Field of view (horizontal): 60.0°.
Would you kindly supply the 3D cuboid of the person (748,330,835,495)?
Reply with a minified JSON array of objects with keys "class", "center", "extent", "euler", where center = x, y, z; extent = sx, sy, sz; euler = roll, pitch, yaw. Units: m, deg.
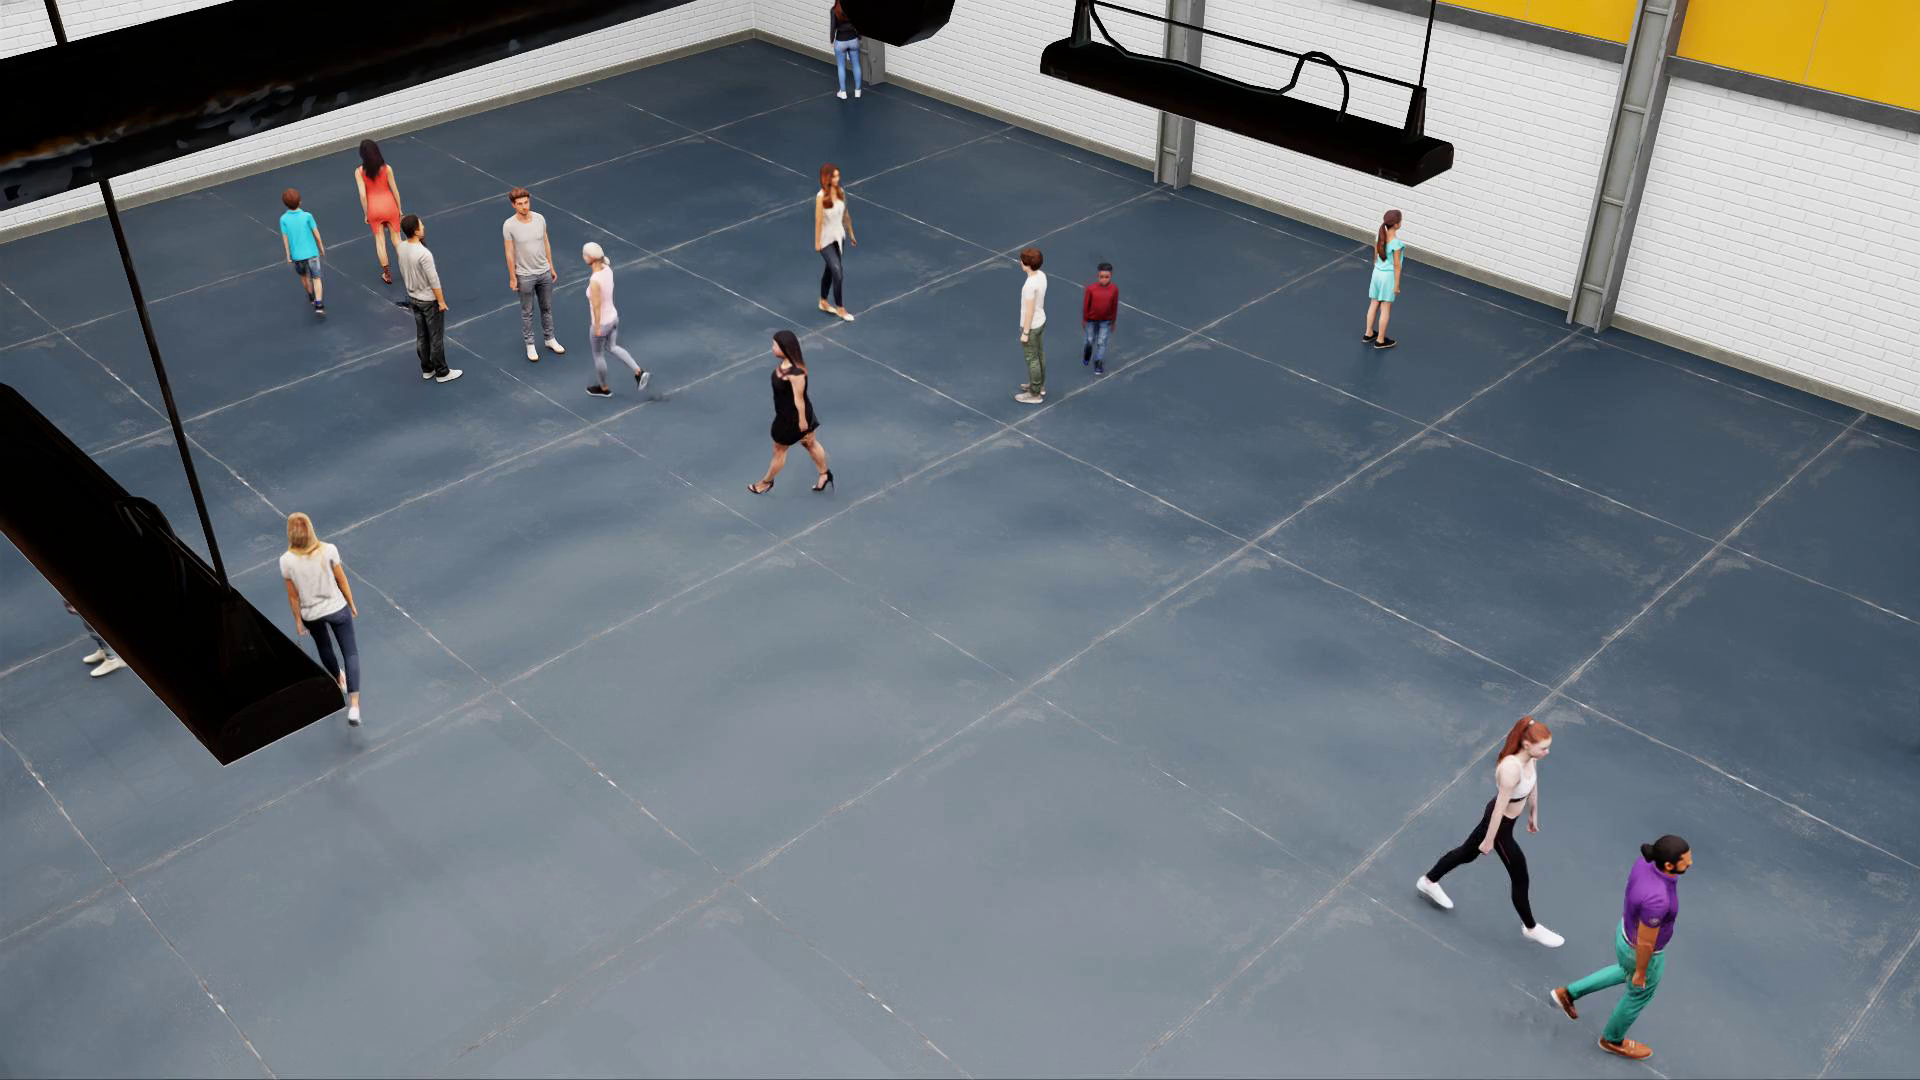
[{"class":"person","center":[-1.417,-1.133,15.257],"extent":[1.086,1.675,1.082],"euler":[-5,34,-7]}]

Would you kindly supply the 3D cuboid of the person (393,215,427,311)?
[{"class":"person","center":[-6.097,-3.154,18.833],"extent":[0.684,1.082,0.763],"euler":[-13,36,-19]}]

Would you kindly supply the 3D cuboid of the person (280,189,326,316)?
[{"class":"person","center":[-7.323,-3.194,18.583],"extent":[0.836,1.425,1.025],"euler":[-9,35,-13]}]

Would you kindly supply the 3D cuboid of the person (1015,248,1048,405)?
[{"class":"person","center":[0.740,-2.175,16.845],"extent":[0.668,1.653,0.664],"euler":[11,35,16]}]

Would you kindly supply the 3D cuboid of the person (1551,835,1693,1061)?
[{"class":"person","center":[3.945,2.388,9.887],"extent":[0.988,1.756,0.881],"euler":[7,34,11]}]

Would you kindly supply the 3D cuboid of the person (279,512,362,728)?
[{"class":"person","center":[-4.767,0.609,12.541],"extent":[0.924,1.781,1.203],"euler":[-11,35,-17]}]

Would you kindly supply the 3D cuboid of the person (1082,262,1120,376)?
[{"class":"person","center":[1.465,-2.367,17.504],"extent":[0.652,1.243,0.713],"euler":[2,34,3]}]

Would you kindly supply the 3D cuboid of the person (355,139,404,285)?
[{"class":"person","center":[-6.679,-3.801,19.228],"extent":[0.660,1.723,0.654],"euler":[-12,36,-18]}]

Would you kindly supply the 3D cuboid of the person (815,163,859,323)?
[{"class":"person","center":[-1.499,-3.339,18.490],"extent":[0.837,1.769,0.667],"euler":[21,39,28]}]

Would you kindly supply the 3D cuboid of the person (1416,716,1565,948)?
[{"class":"person","center":[3.421,1.822,10.800],"extent":[1.270,1.688,0.767],"euler":[22,39,29]}]

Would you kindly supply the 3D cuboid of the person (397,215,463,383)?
[{"class":"person","center":[-5.542,-2.498,17.188],"extent":[0.542,1.811,0.760],"euler":[20,39,28]}]

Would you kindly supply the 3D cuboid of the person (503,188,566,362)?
[{"class":"person","center":[-4.535,-2.846,17.635],"extent":[0.696,1.896,0.580],"euler":[-23,40,-31]}]

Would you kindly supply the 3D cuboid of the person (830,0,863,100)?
[{"class":"person","center":[-1.683,-7.396,24.720],"extent":[0.719,1.631,0.724],"euler":[-8,35,-12]}]

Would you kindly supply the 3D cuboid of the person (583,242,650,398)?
[{"class":"person","center":[-3.539,-2.213,16.849],"extent":[1.005,1.712,0.825],"euler":[9,35,14]}]

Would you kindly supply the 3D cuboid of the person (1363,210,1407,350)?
[{"class":"person","center":[4.581,-2.826,17.910],"extent":[0.662,1.558,0.557],"euler":[-18,38,-25]}]
